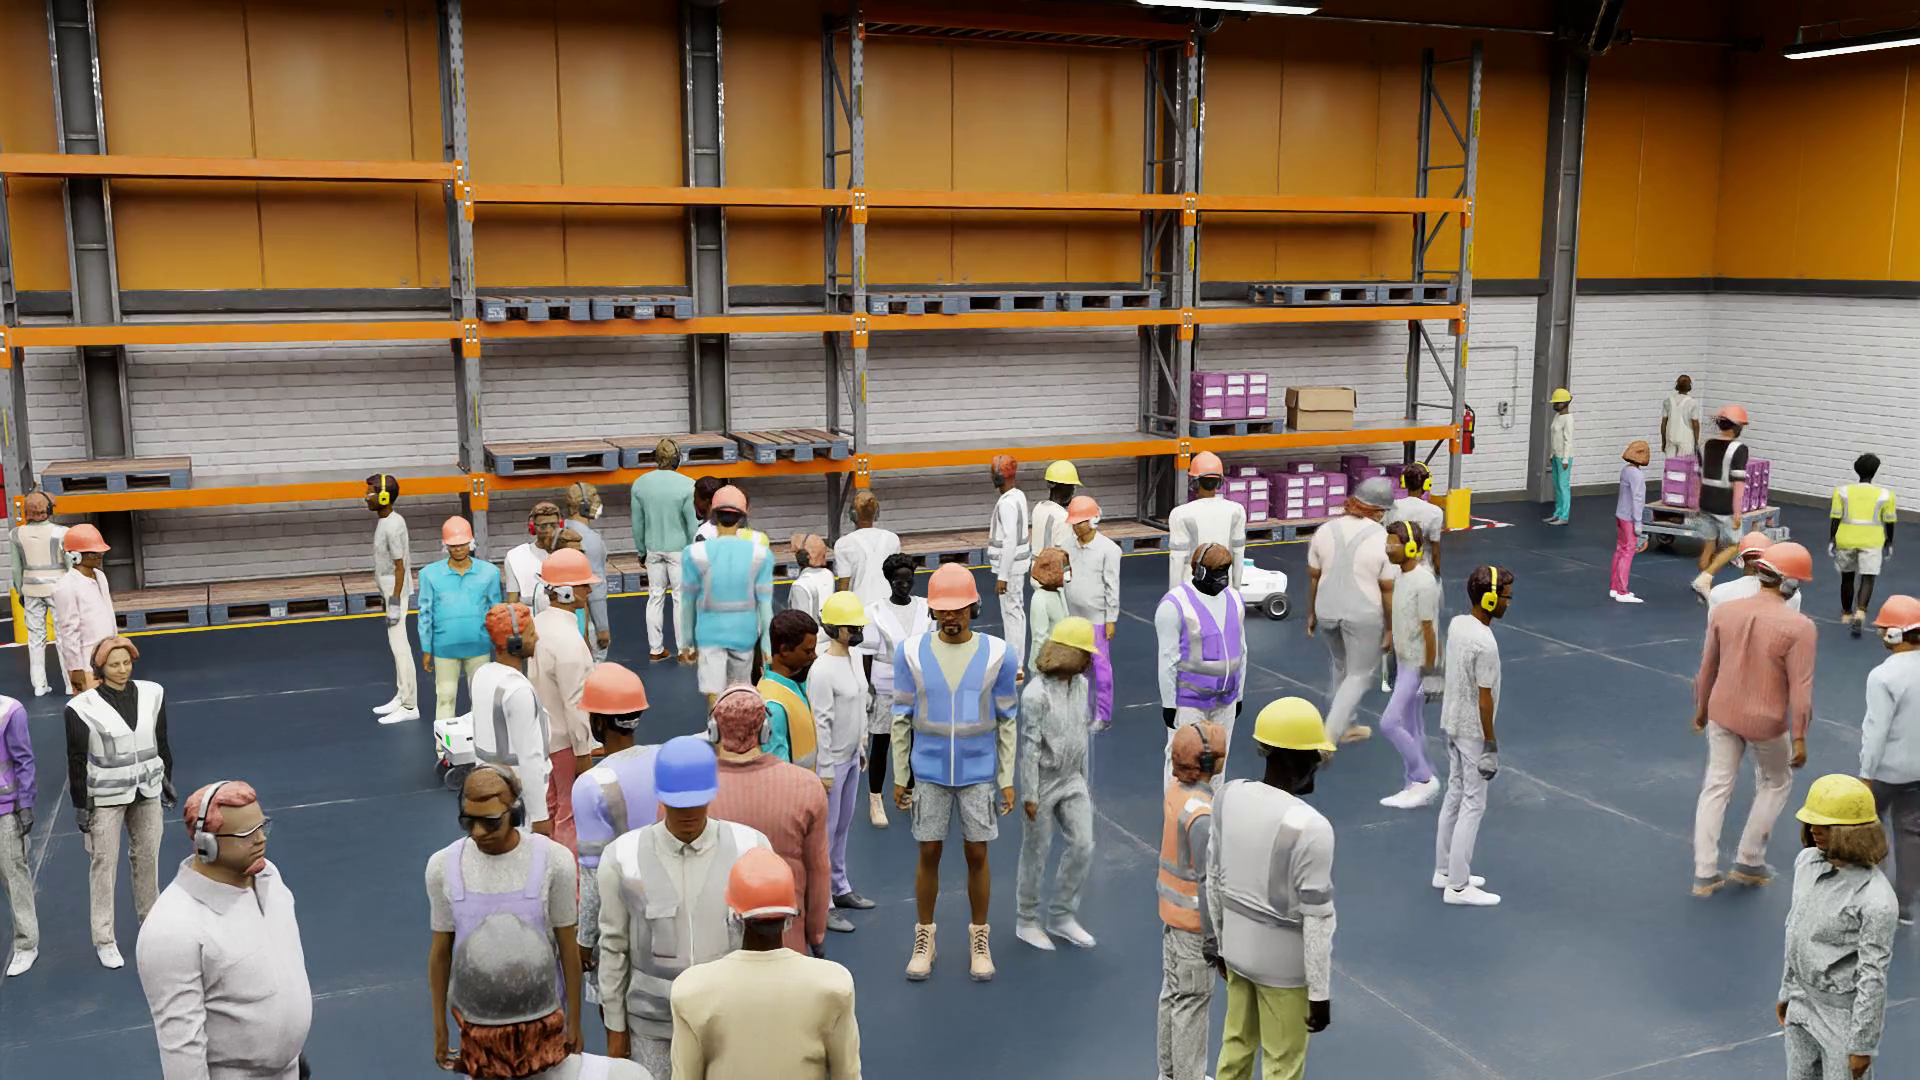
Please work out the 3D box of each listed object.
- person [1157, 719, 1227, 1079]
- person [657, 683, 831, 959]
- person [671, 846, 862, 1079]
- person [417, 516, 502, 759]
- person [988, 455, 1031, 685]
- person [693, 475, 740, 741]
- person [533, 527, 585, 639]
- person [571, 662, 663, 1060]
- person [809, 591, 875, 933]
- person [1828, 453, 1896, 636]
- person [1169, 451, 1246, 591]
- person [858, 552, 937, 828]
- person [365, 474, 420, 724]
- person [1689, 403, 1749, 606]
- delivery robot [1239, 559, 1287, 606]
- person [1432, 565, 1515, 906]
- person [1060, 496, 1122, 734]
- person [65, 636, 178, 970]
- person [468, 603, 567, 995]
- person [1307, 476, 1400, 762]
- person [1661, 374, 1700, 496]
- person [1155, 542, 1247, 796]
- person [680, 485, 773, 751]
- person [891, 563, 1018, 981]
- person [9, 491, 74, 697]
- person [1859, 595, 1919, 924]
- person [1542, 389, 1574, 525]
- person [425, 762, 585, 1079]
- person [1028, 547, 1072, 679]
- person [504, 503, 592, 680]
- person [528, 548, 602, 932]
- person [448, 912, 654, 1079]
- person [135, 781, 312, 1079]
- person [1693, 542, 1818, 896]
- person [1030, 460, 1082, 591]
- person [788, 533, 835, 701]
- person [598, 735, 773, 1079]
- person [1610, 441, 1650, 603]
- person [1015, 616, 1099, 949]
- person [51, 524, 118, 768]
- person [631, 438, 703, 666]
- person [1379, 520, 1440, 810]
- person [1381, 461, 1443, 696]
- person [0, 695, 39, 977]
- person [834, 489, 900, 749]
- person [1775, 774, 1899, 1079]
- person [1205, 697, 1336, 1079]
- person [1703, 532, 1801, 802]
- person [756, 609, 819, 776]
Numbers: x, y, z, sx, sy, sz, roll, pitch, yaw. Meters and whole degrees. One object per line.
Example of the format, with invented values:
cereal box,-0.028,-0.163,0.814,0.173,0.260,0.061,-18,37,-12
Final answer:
person,0.951,1.531,6.734,0.307,1.645,0.519,-1,10,-6
person,-0.809,1.478,6.282,0.643,1.910,0.400,-2,10,-11
person,-0.579,1.773,5.018,0.573,1.750,0.332,-1,10,-7
person,-3.342,0.704,11.179,0.563,1.753,0.327,-4,11,-22
person,0.388,0.240,13.487,0.360,1.882,0.575,2,10,9
person,-1.728,0.491,11.939,0.372,1.916,0.597,2,10,11
person,-2.439,0.830,10.199,0.329,1.842,0.509,0,10,-1
person,-1.321,1.428,6.482,0.357,1.936,0.551,5,11,28
person,-0.614,1.133,8.675,0.325,1.769,0.524,3,10,19
person,8.274,0.035,15.290,0.538,1.672,0.788,7,12,33
person,1.804,0.362,12.322,0.607,2.044,0.371,-3,10,-18
person,-0.365,0.907,10.175,0.540,1.695,0.316,-5,11,-27
person,-4.250,0.431,12.416,0.330,1.874,0.518,-4,11,-22
person,7.489,-0.333,16.385,0.535,2.019,0.635,-4,10,-20
delivery robot,2.758,0.426,15.966,0.707,0.478,0.477,-1,10,-7
person,2.760,1.046,8.936,0.335,1.856,0.527,-1,10,-5
person,0.919,0.535,12.207,0.355,1.737,0.577,-9,13,-43
person,-4.136,1.273,8.232,0.309,1.639,0.523,6,12,32
person,-2.087,1.223,7.820,0.354,1.883,0.572,-8,12,-38
person,2.706,0.503,11.516,0.703,2.000,0.896,10,14,44
person,9.793,-1.327,22.615,0.333,1.846,0.514,-9,13,-42
person,1.431,0.917,9.742,0.624,1.837,0.429,-6,11,-30
person,-1.515,0.637,10.894,0.608,1.990,1.048,-3,10,-17
person,-0.029,1.114,7.989,0.612,2.043,0.374,0,10,2
person,-7.172,0.431,13.086,0.511,1.641,0.309,0,10,-2
person,4.852,1.148,8.651,0.583,1.748,0.349,-4,11,-22
person,7.703,-1.065,21.373,0.338,1.761,0.524,0,10,1
person,-1.535,1.627,5.646,0.524,1.834,0.359,0,10,-1
person,0.586,0.849,10.694,0.281,1.634,0.498,3,10,17
person,-2.762,0.655,11.200,0.566,1.846,0.389,-6,11,-30
person,-2.029,1.025,8.636,0.392,1.992,0.623,-6,11,-30
person,-1.021,1.833,3.855,0.673,2.000,0.536,-7,12,-34
person,-2.217,1.671,5.172,0.409,1.909,0.640,1,10,4
person,4.326,0.971,9.064,0.723,1.943,0.725,-6,12,-32
person,0.743,0.343,12.795,0.395,1.918,0.586,-3,10,-18
person,-0.994,0.762,11.180,0.307,1.639,0.525,3,10,19
person,-0.898,1.584,5.578,0.606,1.940,0.416,-2,10,-12
person,6.737,-0.190,16.705,0.277,1.628,0.500,1,10,8
person,0.479,1.228,8.299,0.502,1.730,0.375,-9,13,-42
person,-5.661,0.759,10.866,0.329,1.751,0.571,-1,10,-5
person,-2.465,0.105,14.101,0.635,1.937,0.352,3,10,17
person,2.794,0.793,10.387,0.422,1.850,0.567,-1,10,-3
person,3.567,0.307,13.173,0.509,1.862,0.328,7,12,35
person,-4.730,1.305,8.050,0.525,1.639,0.307,0,10,3
person,-0.660,0.559,11.757,0.506,1.846,0.349,-6,11,-29
person,3.017,1.650,5.797,0.330,1.734,0.482,-1,10,-5
person,1.138,1.510,6.047,0.384,1.924,0.589,-6,12,-32
person,5.014,0.812,10.586,0.561,1.742,0.337,2,10,11
person,-0.800,1.251,7.573,0.380,1.913,0.596,0,10,-2
